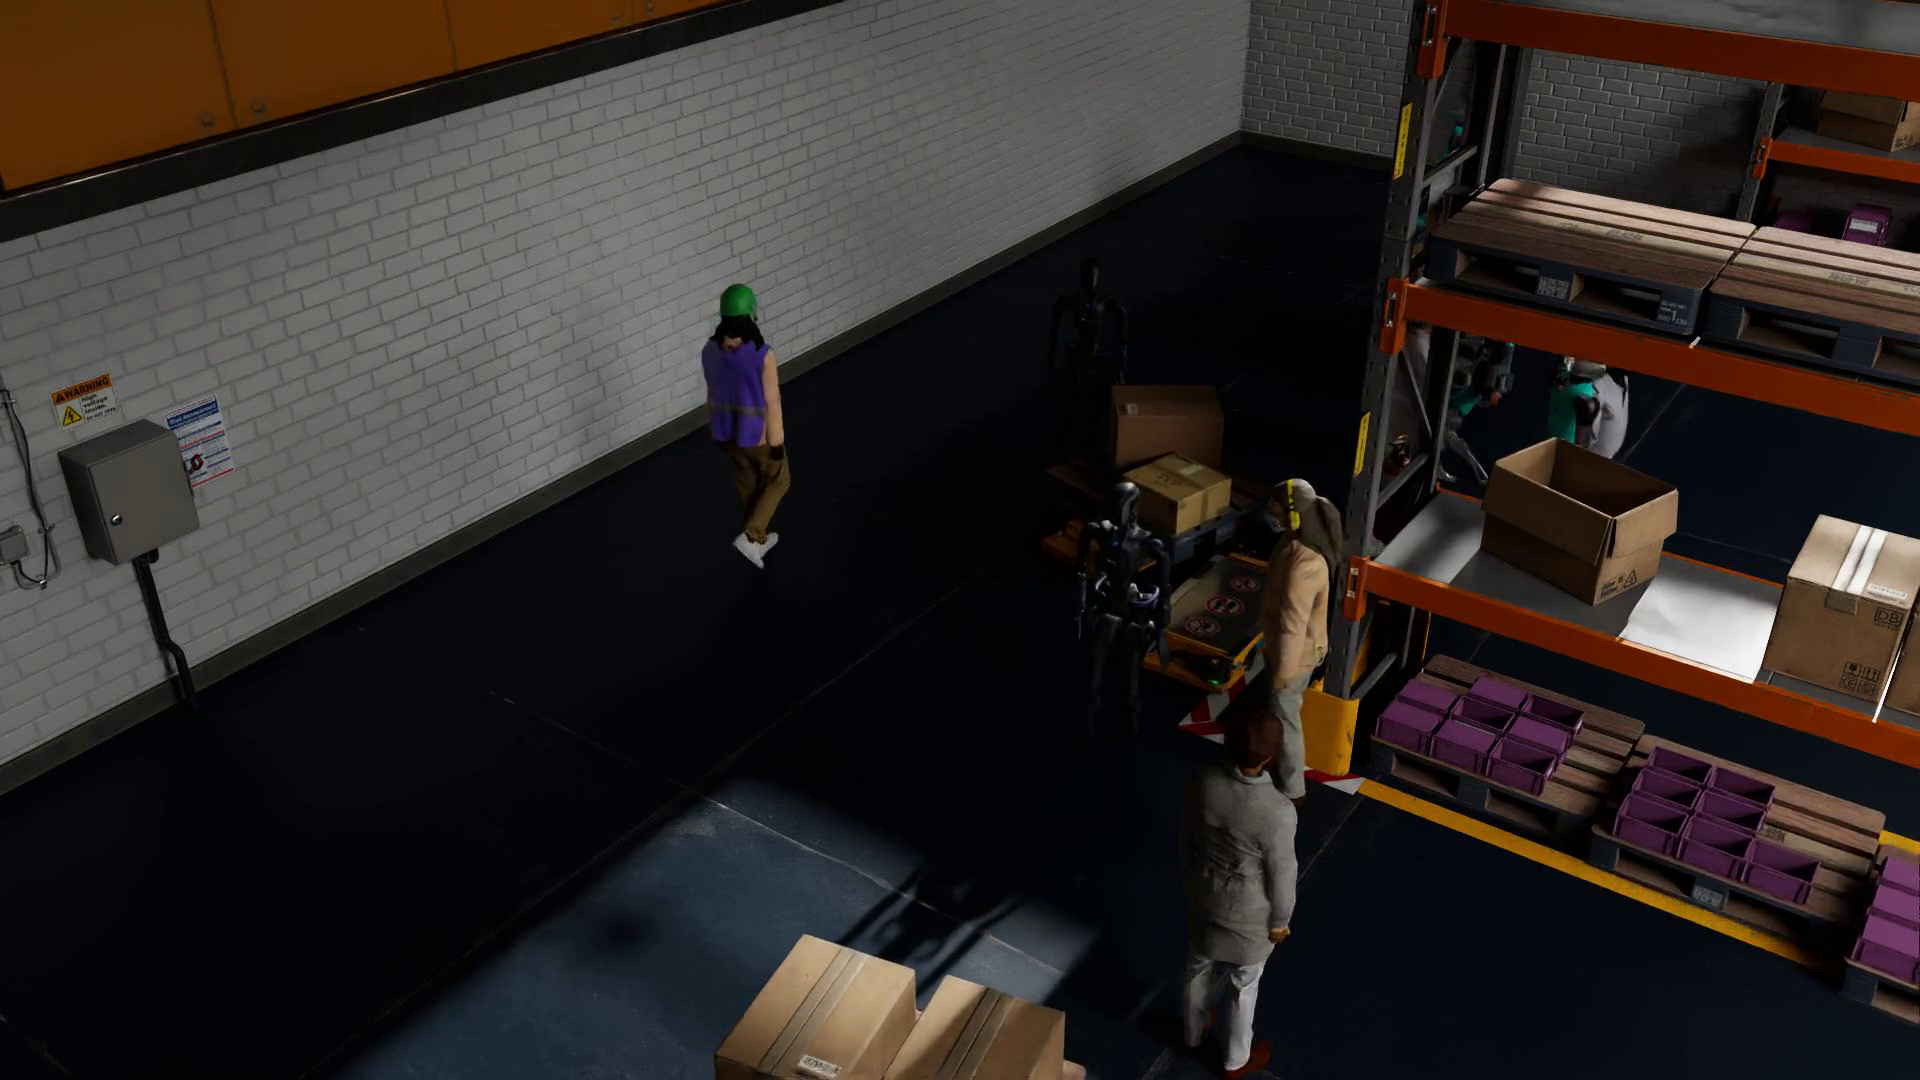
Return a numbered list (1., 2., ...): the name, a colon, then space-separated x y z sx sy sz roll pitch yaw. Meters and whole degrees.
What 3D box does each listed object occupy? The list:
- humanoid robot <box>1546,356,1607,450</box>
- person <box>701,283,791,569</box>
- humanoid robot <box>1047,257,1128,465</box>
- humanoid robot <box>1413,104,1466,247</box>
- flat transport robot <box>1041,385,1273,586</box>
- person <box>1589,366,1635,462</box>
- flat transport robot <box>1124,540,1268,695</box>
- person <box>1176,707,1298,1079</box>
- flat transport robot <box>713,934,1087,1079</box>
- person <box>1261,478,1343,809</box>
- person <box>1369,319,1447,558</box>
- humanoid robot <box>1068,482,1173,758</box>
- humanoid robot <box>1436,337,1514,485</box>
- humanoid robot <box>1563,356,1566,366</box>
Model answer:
1. humanoid robot: 3.850 -0.336 10.118 0.712 1.757 0.533 -1 30 -3
2. person: -1.364 -0.697 10.589 0.548 1.912 0.523 14 33 23
3. humanoid robot: 0.899 -1.158 11.639 0.591 1.655 0.422 6 30 10
4. humanoid robot: 4.146 -3.023 14.828 0.807 1.775 0.557 17 34 26
5. flat transport robot: 1.289 -0.109 11.229 1.431 0.231 0.659 -23 37 -34
6. person: 3.960 -0.550 10.532 0.527 1.730 0.562 20 36 31
7. flat transport robot: 1.650 0.458 10.245 0.659 0.231 1.431 19 35 30
8. person: 1.148 1.478 6.919 0.519 1.830 0.361 21 36 32
9. flat transport robot: -0.236 2.515 6.677 0.659 0.231 1.431 13 32 21
10. person: 1.692 0.532 8.531 0.401 1.859 0.570 3 30 4
11. person: 2.949 -0.731 10.693 0.714 1.883 0.644 -1 30 -3
12. humanoid robot: 0.845 0.448 8.874 0.610 1.650 0.494 16 34 26
13. humanoid robot: 3.509 -1.154 11.612 0.840 1.793 0.572 7 31 12
14. humanoid robot: 4.317 -1.025 11.444 0.473 1.641 0.595 -12 32 -20
